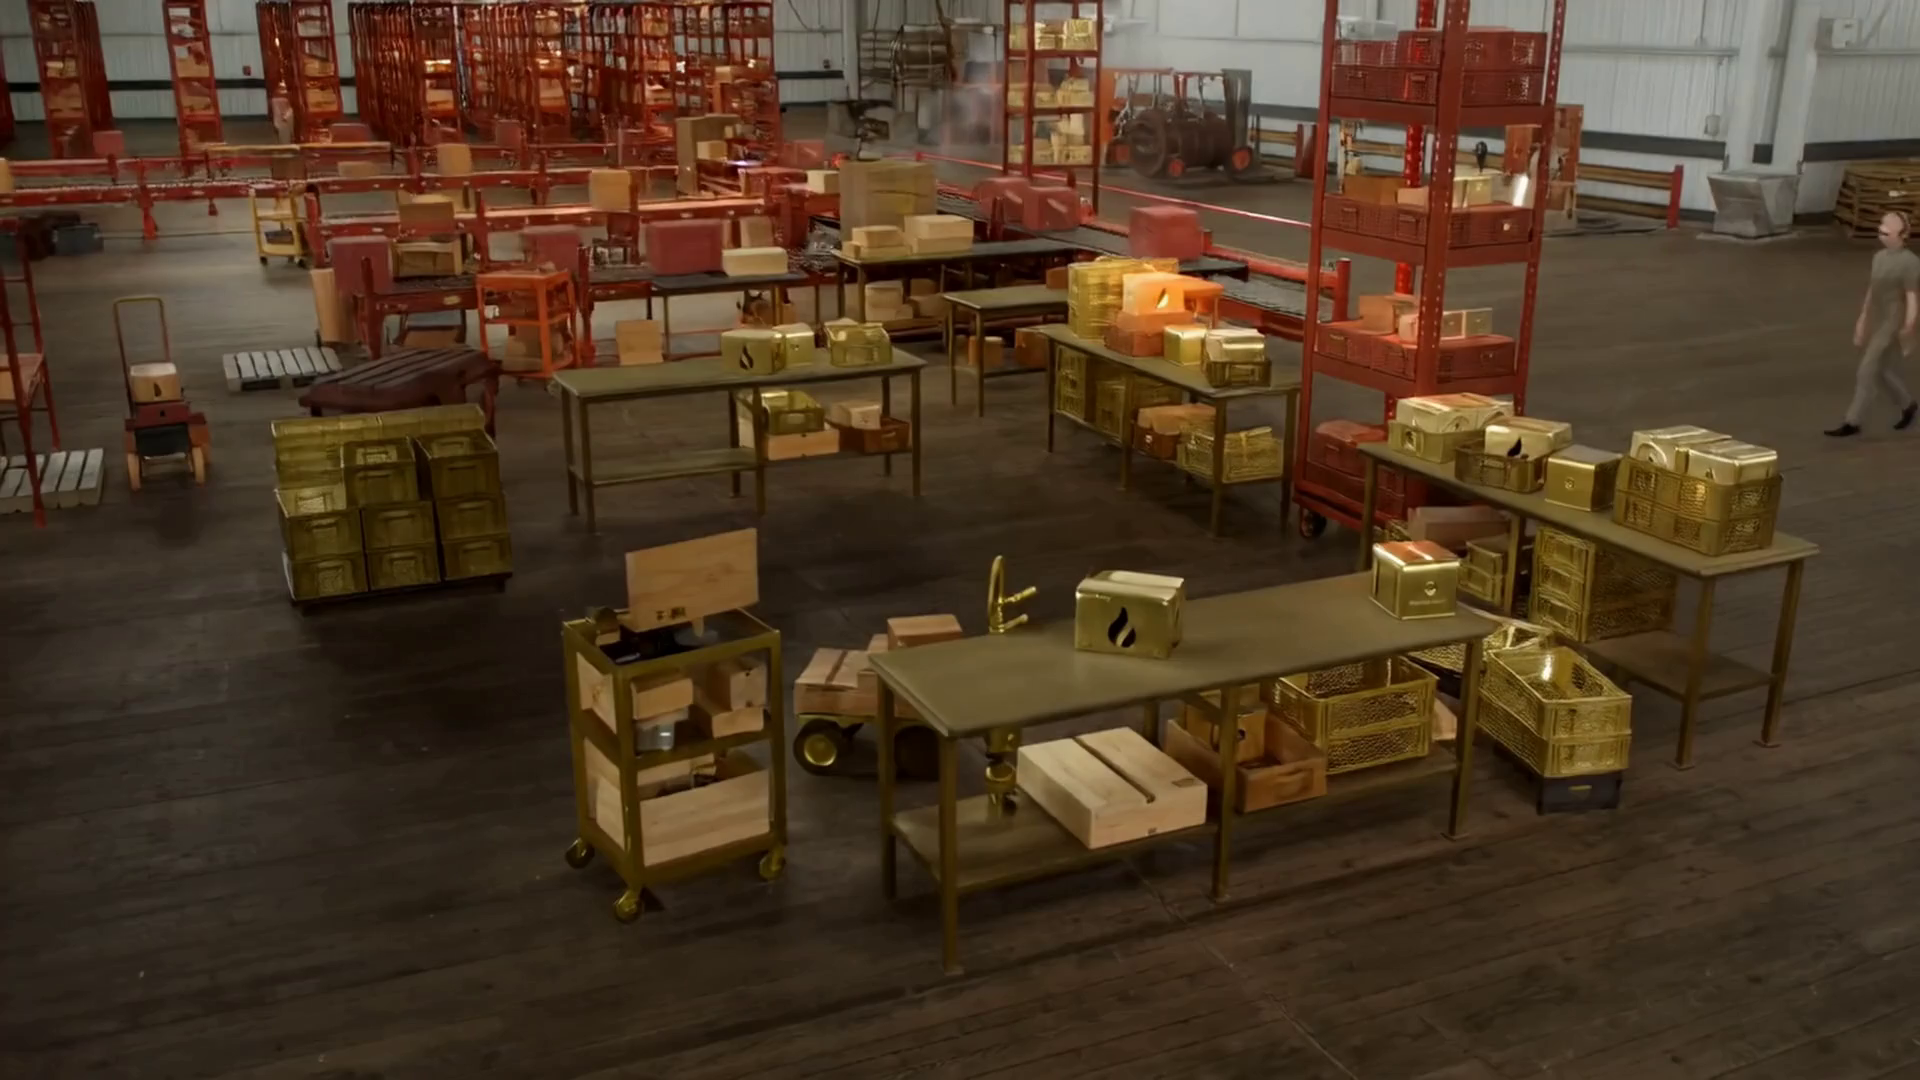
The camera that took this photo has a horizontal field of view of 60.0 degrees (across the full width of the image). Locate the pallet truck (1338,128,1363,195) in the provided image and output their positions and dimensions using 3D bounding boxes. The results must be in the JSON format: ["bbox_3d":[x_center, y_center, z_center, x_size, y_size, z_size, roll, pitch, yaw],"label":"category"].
[{"bbox_3d":[7.845,-7.140,31.411,1.522,1.261,0.704,-9,20,-25],"label":"pallet truck"}]

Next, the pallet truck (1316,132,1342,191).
[{"bbox_3d":[7.723,-7.504,32.656,1.601,1.201,0.680,-8,19,-23],"label":"pallet truck"}]

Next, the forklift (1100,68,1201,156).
[{"bbox_3d":[4.082,-9.564,37.410,2.680,1.987,1.157,-8,19,-23],"label":"forklift"}]

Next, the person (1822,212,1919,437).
[{"bbox_3d":[7.574,-1.747,13.540,0.876,1.842,0.528,-3,18,-8],"label":"person"}]

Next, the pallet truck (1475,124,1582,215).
[{"bbox_3d":[9.707,-6.455,28.103,1.885,1.965,0.823,-7,19,-20],"label":"pallet truck"}]

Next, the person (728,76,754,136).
[{"bbox_3d":[-4.930,-9.415,37.429,0.614,1.993,0.395,4,18,11],"label":"person"}]

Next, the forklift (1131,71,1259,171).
[{"bbox_3d":[4.998,-8.936,35.413,2.680,1.987,1.157,-9,20,-25],"label":"forklift"}]

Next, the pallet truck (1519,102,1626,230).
[{"bbox_3d":[9.972,-6.037,26.785,1.885,1.965,0.823,-9,20,-25],"label":"pallet truck"}]

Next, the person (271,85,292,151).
[{"bbox_3d":[-15.348,-9.451,37.921,0.637,1.771,0.648,3,18,10],"label":"person"}]

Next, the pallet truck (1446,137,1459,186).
[{"bbox_3d":[9.184,-6.485,29.328,1.630,1.274,0.653,-8,19,-23],"label":"pallet truck"}]
